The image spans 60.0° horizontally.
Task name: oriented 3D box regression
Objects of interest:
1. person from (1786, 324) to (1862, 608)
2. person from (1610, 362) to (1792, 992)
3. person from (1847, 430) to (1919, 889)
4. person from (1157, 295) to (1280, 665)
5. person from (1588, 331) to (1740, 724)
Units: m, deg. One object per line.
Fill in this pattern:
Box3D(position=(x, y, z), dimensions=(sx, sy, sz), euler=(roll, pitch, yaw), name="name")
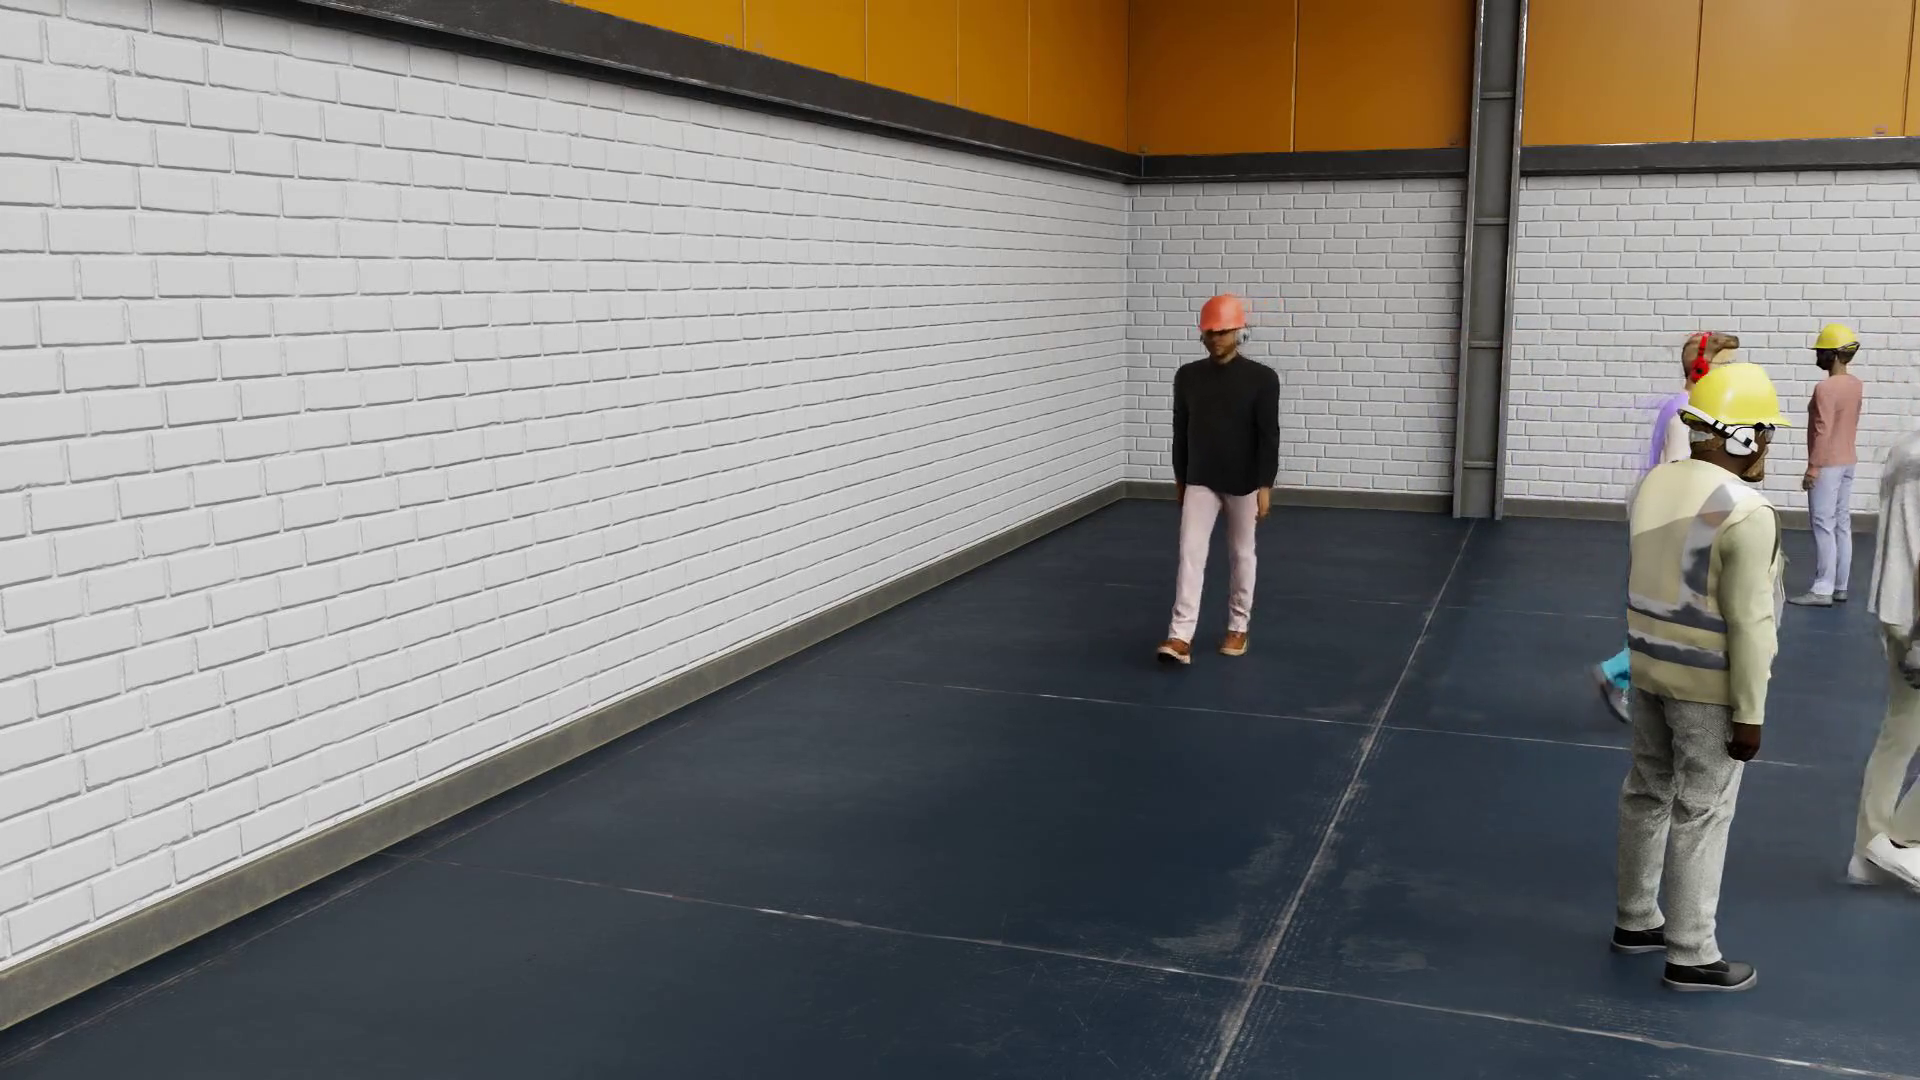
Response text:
Box3D(position=(5.429, -0.462, 10.420), dimensions=(0.535, 1.767, 0.315), euler=(-8, 12, -40), name="person")
Box3D(position=(2.162, 0.398, 4.850), dimensions=(0.403, 1.825, 0.592), euler=(-2, 9, -11), name="person")
Box3D(position=(3.232, 0.277, 5.515), dimensions=(0.470, 1.846, 0.539), euler=(2, 9, 11), name="person")
Box3D(position=(1.359, -0.300, 8.787), dimensions=(0.632, 1.947, 0.977), euler=(5, 10, 27), name="person")
Box3D(position=(3.210, -0.019, 7.439), dimensions=(0.530, 1.830, 0.578), euler=(5, 10, 27), name="person")
